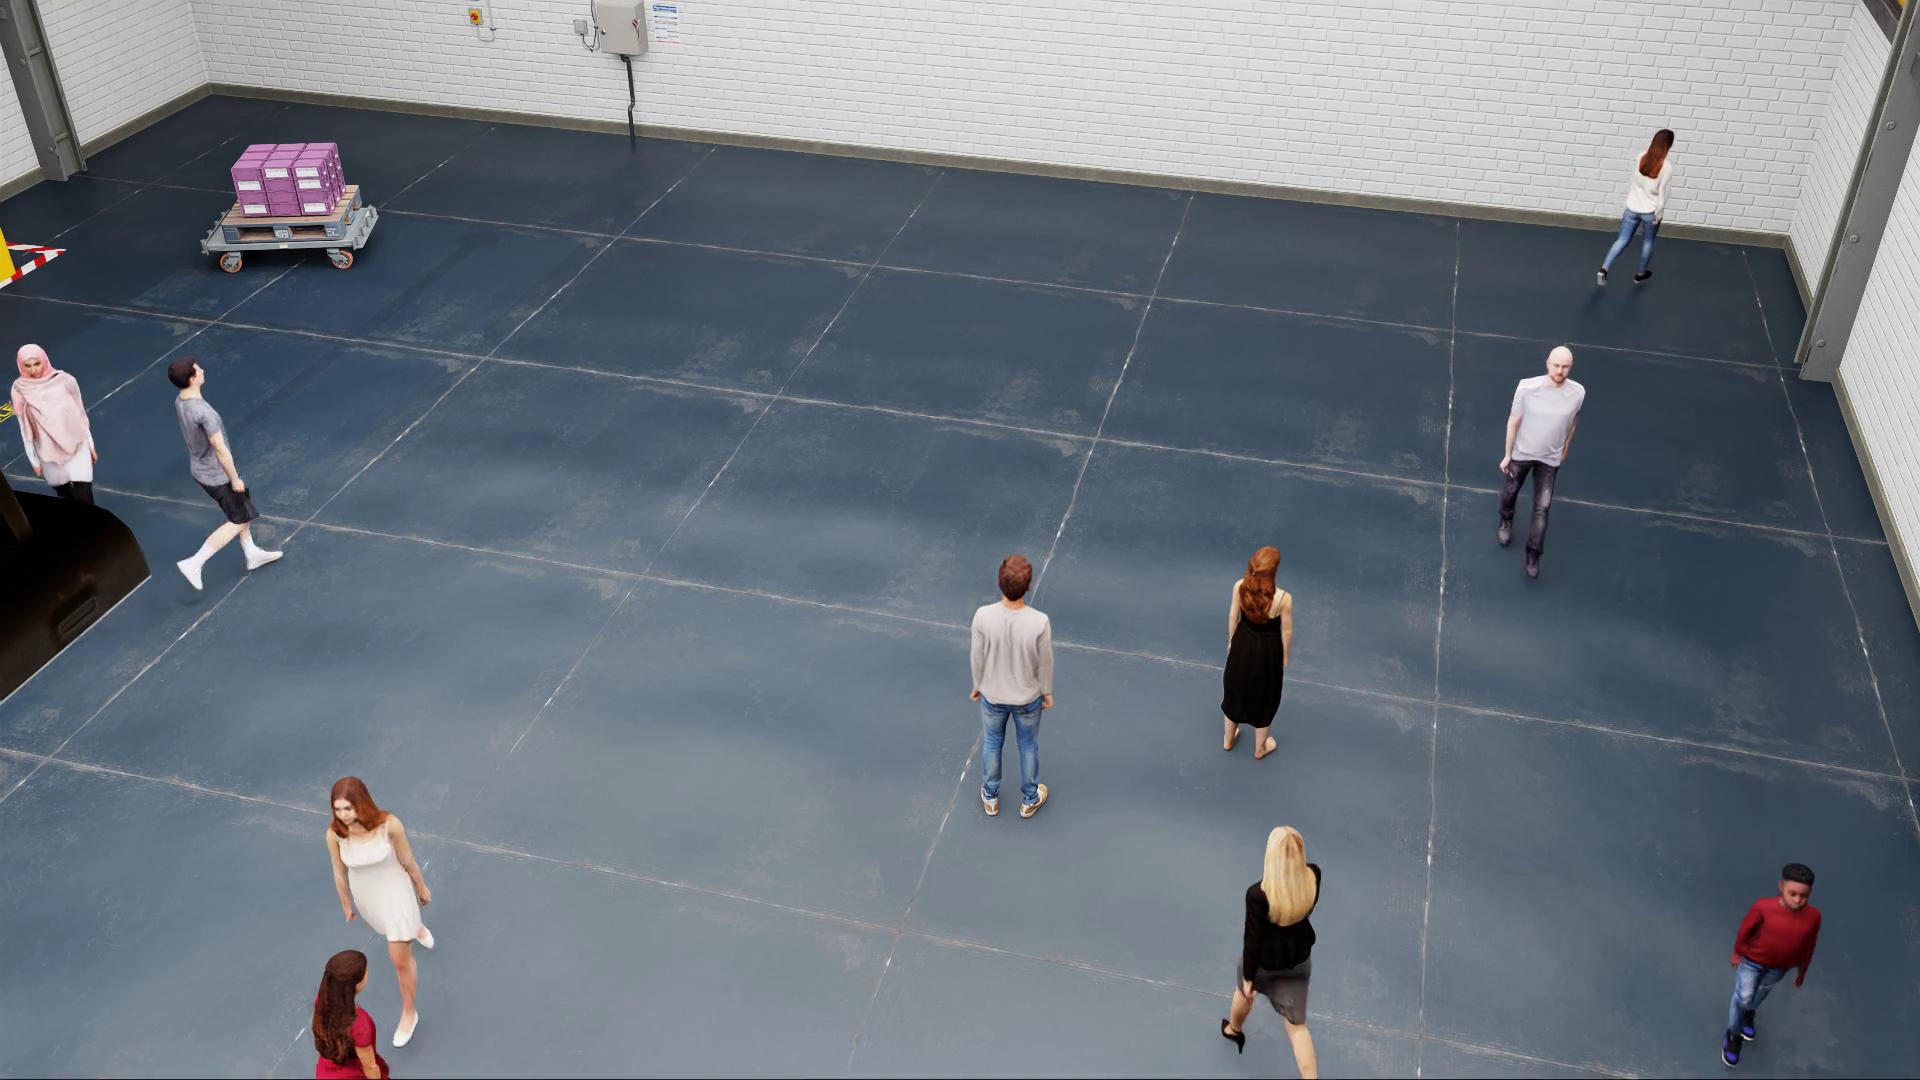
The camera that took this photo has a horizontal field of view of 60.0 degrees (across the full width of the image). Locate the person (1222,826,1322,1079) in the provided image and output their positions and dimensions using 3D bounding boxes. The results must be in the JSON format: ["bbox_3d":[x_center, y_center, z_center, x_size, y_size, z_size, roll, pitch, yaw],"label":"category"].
[{"bbox_3d":[1.651,2.215,8.353,1.070,1.804,1.232,-12,35,-17],"label":"person"}]

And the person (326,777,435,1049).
[{"bbox_3d":[-3.100,1.855,9.013,0.851,1.672,1.191,-3,34,-4],"label":"person"}]

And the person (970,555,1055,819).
[{"bbox_3d":[0.317,0.922,10.208,0.690,1.903,0.592,5,34,8],"label":"person"}]

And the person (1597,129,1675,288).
[{"bbox_3d":[6.854,-3.315,16.793,1.142,1.671,0.993,-24,40,-31],"label":"person"}]

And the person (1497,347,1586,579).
[{"bbox_3d":[4.392,-0.694,12.741,0.691,1.790,1.155,8,34,12],"label":"person"}]

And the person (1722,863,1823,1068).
[{"bbox_3d":[4.325,2.177,8.915,0.533,1.243,0.660,6,34,9],"label":"person"}]

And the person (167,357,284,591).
[{"bbox_3d":[-5.608,-0.464,12.344,1.134,1.847,0.992,-27,42,-35],"label":"person"}]

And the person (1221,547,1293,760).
[{"bbox_3d":[1.912,0.726,10.755,0.608,1.625,0.620,15,37,22],"label":"person"}]

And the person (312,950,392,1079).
[{"bbox_3d":[-2.978,2.625,7.984,0.744,1.530,0.922,17,37,24],"label":"person"}]

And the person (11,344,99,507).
[{"bbox_3d":[-6.885,-0.696,12.754,1.103,1.779,1.164,-18,37,-25],"label":"person"}]
